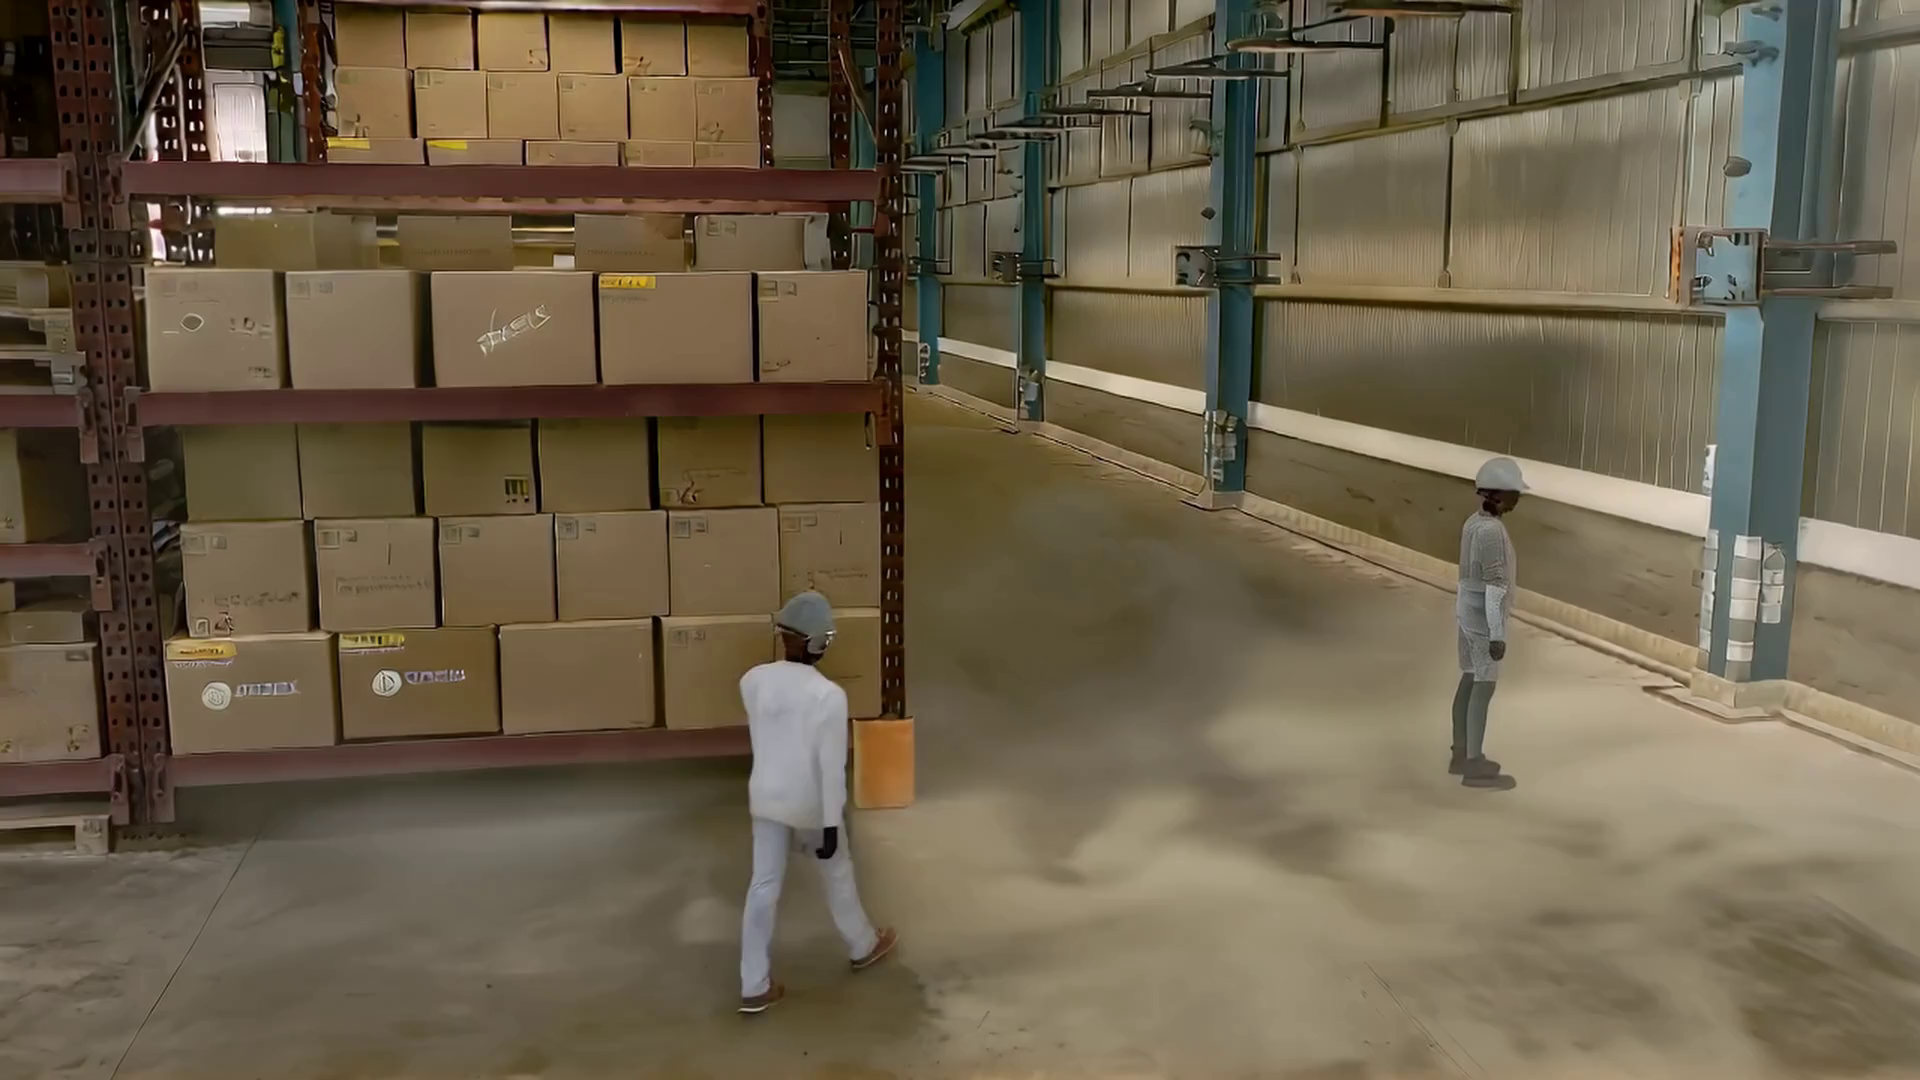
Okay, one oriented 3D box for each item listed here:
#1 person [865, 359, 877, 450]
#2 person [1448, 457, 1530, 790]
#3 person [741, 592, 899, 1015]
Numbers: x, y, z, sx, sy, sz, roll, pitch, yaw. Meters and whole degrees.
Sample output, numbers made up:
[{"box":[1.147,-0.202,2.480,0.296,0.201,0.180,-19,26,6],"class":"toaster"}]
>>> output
[{"box":[-1.660,-2.398,27.601,0.603,1.830,0.404,-3,10,-20],"class":"person"},{"box":[3.102,0.479,9.750,0.379,1.937,0.547,0,9,1],"class":"person"},{"box":[-0.632,1.054,6.926,0.578,1.704,0.877,6,11,33],"class":"person"}]
